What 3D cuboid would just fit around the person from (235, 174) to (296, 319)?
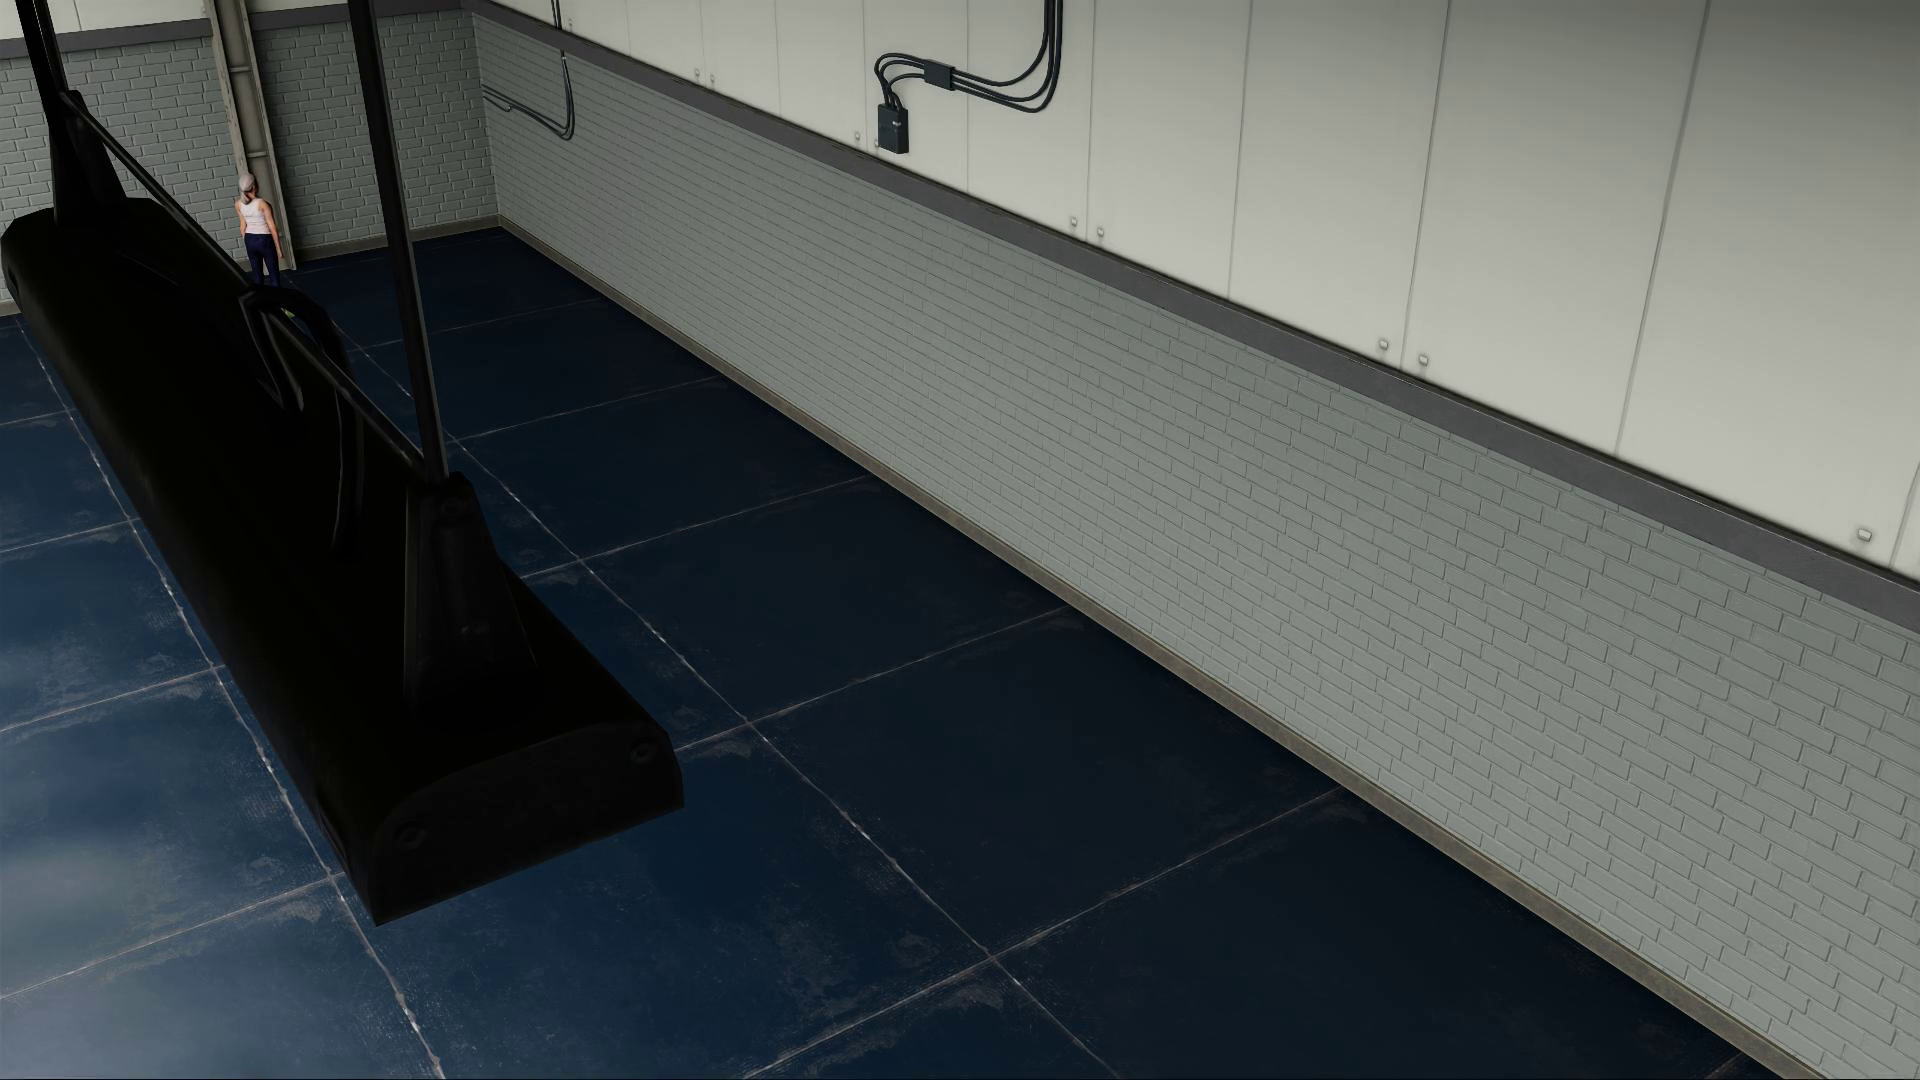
[{"bbox_3d":[-7.982,-3.337,18.991,0.668,1.702,0.733,4,28,7],"label":"person"}]
